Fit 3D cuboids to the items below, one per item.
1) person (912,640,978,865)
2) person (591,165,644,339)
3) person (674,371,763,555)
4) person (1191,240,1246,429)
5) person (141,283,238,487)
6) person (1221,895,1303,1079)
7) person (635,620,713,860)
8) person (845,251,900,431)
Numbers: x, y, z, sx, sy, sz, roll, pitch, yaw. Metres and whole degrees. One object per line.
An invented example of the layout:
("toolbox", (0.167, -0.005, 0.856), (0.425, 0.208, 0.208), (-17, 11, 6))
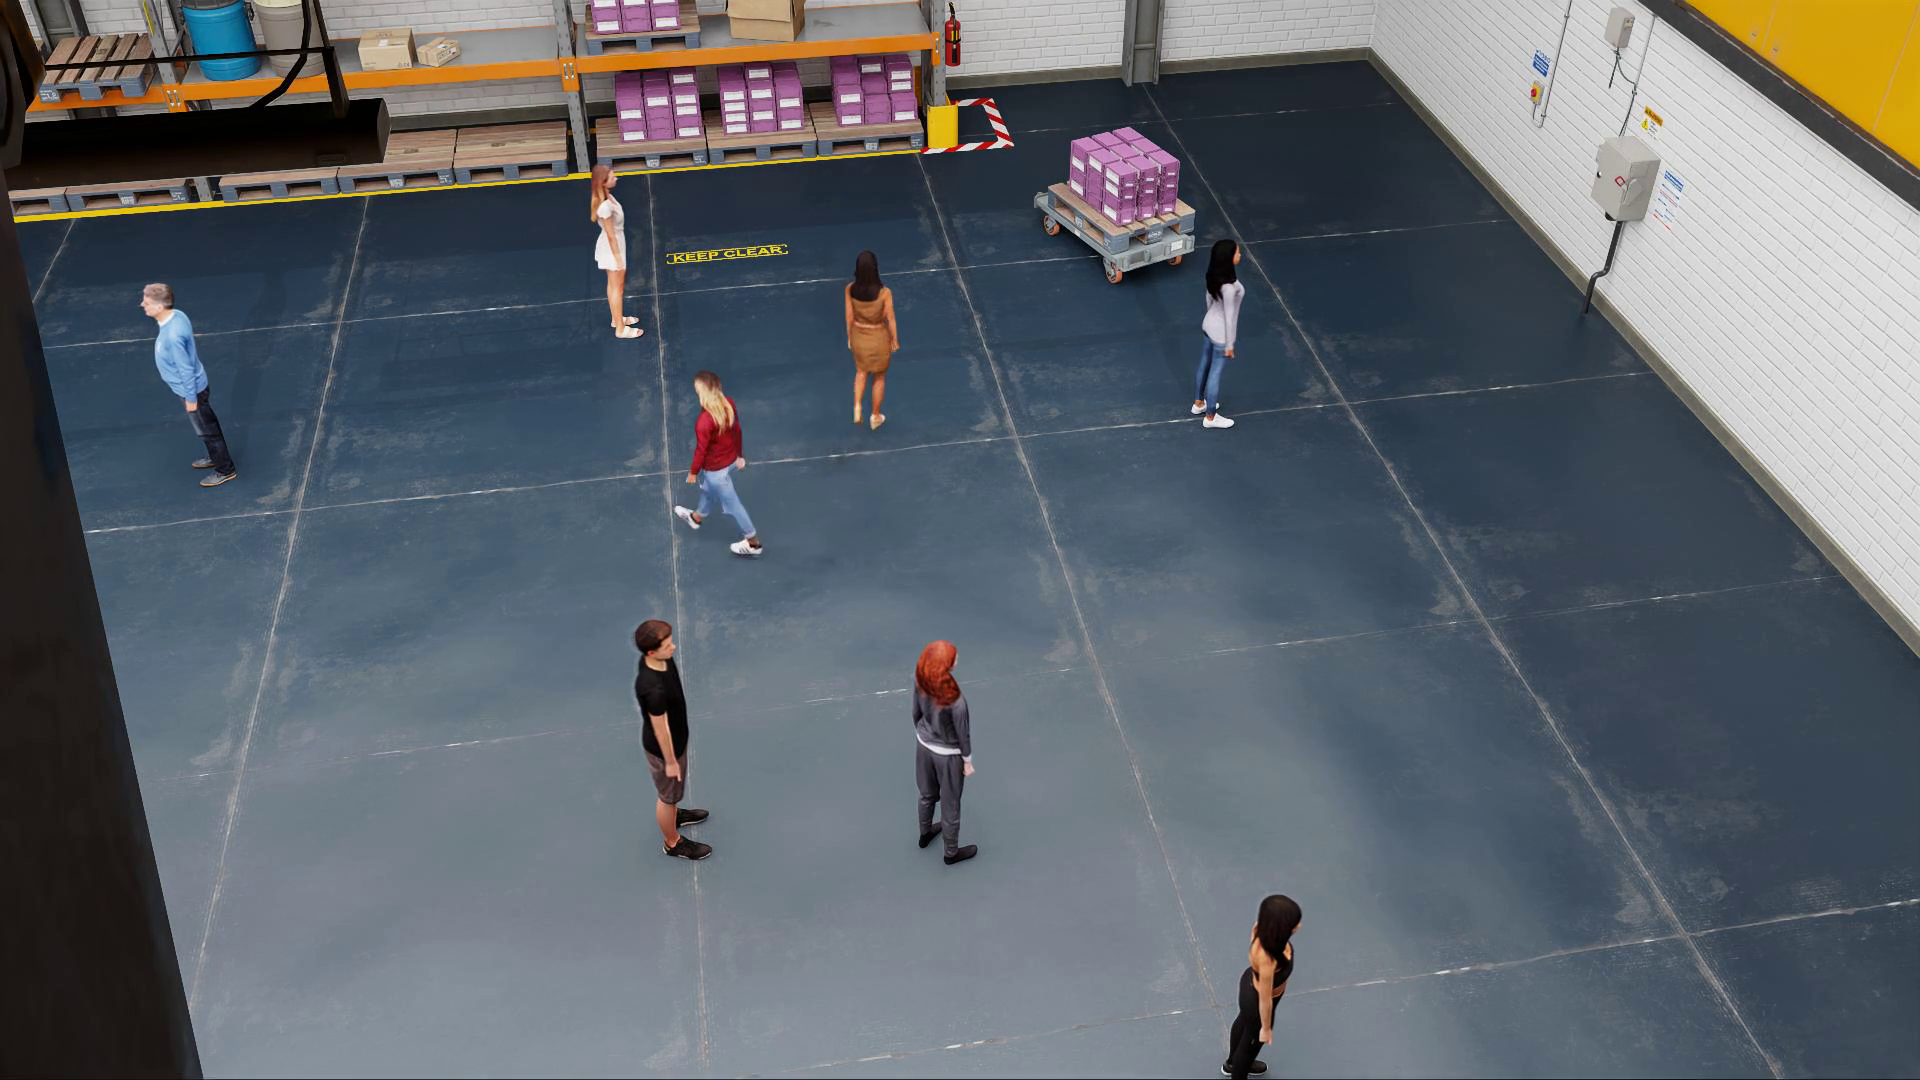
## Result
("person", (-0.114, 1.298, 10.261), (0.654, 1.779, 0.675), (31, 48, 33))
("person", (-3.203, -2.666, 15.290), (0.579, 1.697, 0.584), (-10, 40, -13))
("person", (-1.773, -0.542, 12.723), (1.152, 1.582, 0.973), (14, 41, 16))
("person", (2.183, -1.761, 14.127), (0.543, 1.735, 0.618), (-9, 40, -12))
("person", (-6.237, -1.284, 13.461), (0.676, 1.820, 0.718), (-18, 42, -21))
("person", (1.603, 2.451, 8.927), (0.577, 1.642, 0.621), (4, 39, 5))
("person", (-1.829, 1.205, 10.312), (0.553, 1.861, 0.683), (-5, 39, -6))
("person", (-0.780, -1.612, 13.989), (0.749, 1.673, 0.794), (14, 41, 16))
